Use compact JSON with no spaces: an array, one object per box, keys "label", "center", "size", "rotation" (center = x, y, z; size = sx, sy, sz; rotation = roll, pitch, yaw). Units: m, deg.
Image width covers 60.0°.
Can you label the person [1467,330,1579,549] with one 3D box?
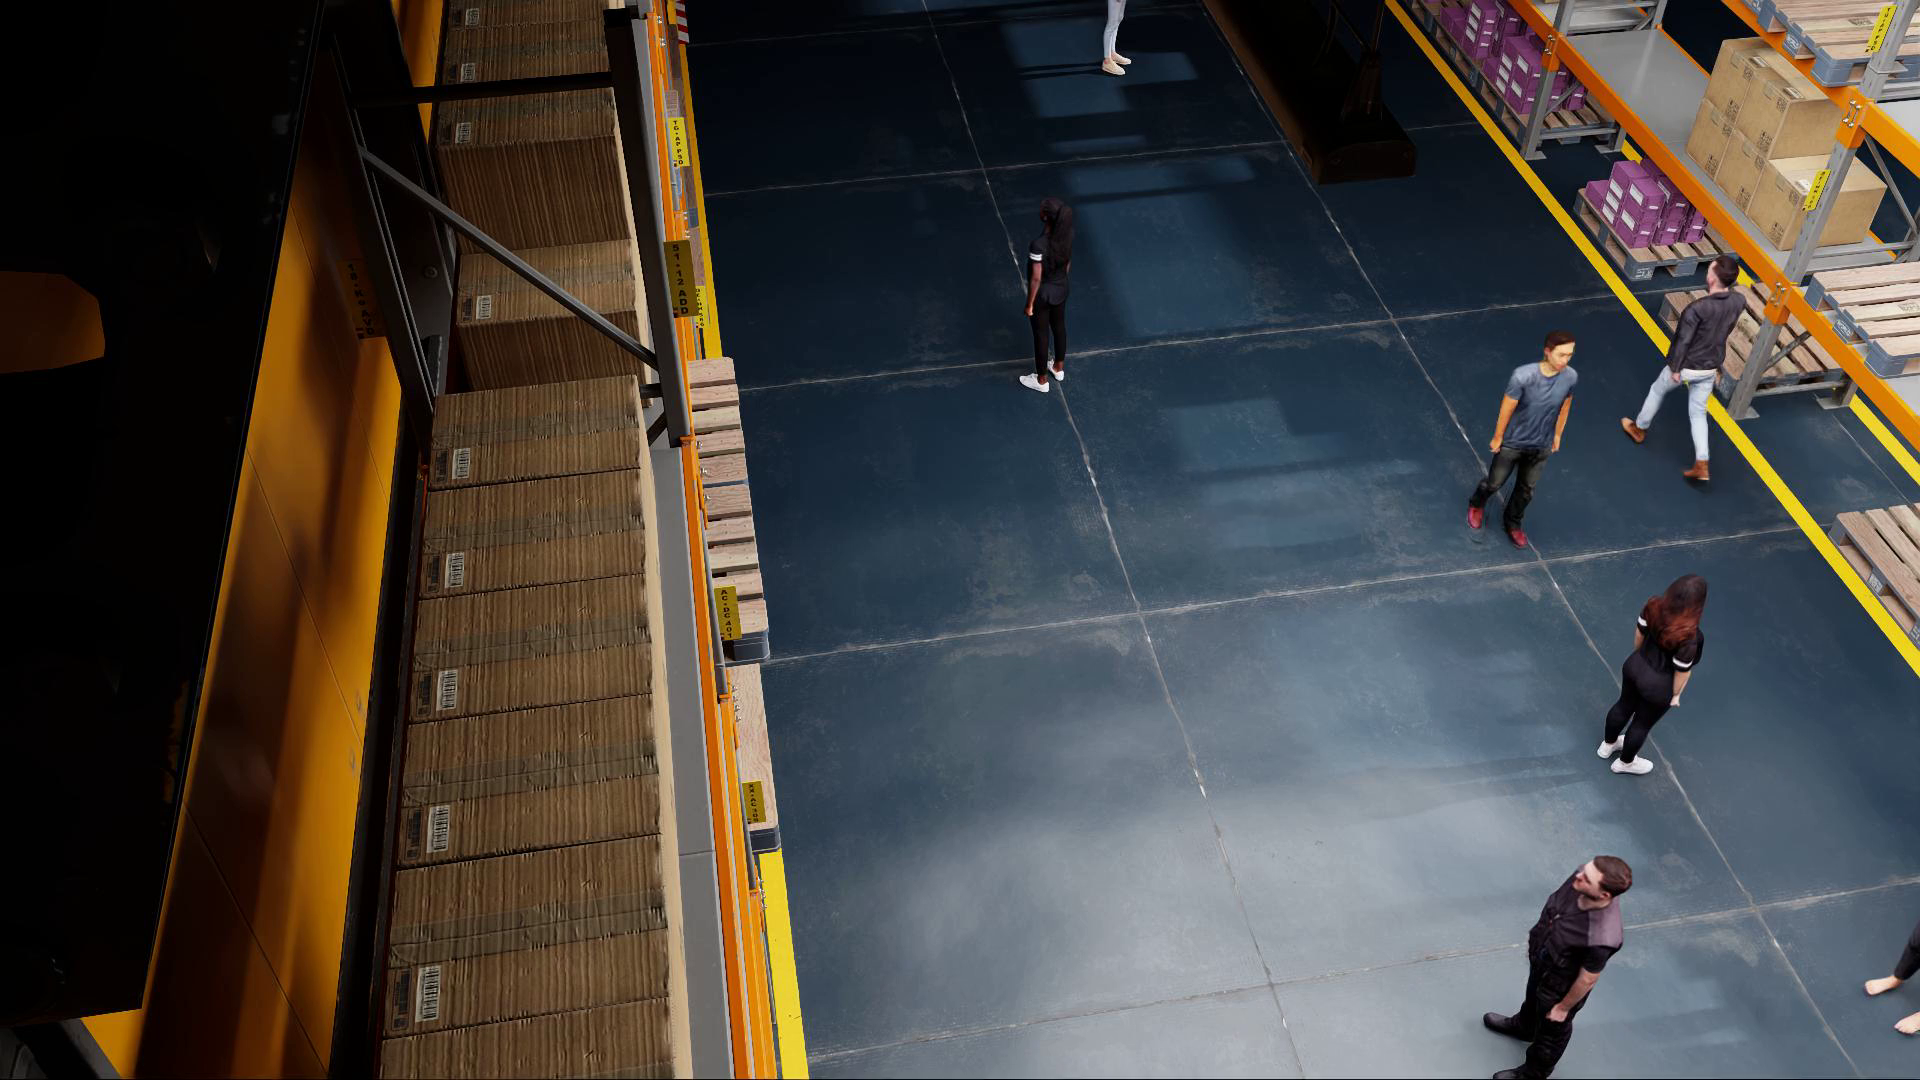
[{"label":"person","center":[3.968,-0.746,11.674],"size":[0.701,1.827,0.773],"rotation":[0,44,0]}]

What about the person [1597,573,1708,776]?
[{"label":"person","center":[4.239,0.820,10.168],"size":[0.698,1.637,0.565],"rotation":[-13,45,-14]}]

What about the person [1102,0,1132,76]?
[{"label":"person","center":[1.605,-5.616,16.809],"size":[0.729,1.795,0.617],"rotation":[14,45,14]}]

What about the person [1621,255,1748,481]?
[{"label":"person","center":[5.449,-1.238,12.199],"size":[0.702,1.816,1.141],"rotation":[-9,44,-9]}]

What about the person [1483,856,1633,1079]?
[{"label":"person","center":[3.107,2.199,8.570],"size":[0.841,1.845,0.644],"rotation":[5,44,5]}]

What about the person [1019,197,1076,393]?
[{"label":"person","center":[0.693,-1.927,12.985],"size":[0.757,1.729,0.717],"rotation":[33,53,30]}]
